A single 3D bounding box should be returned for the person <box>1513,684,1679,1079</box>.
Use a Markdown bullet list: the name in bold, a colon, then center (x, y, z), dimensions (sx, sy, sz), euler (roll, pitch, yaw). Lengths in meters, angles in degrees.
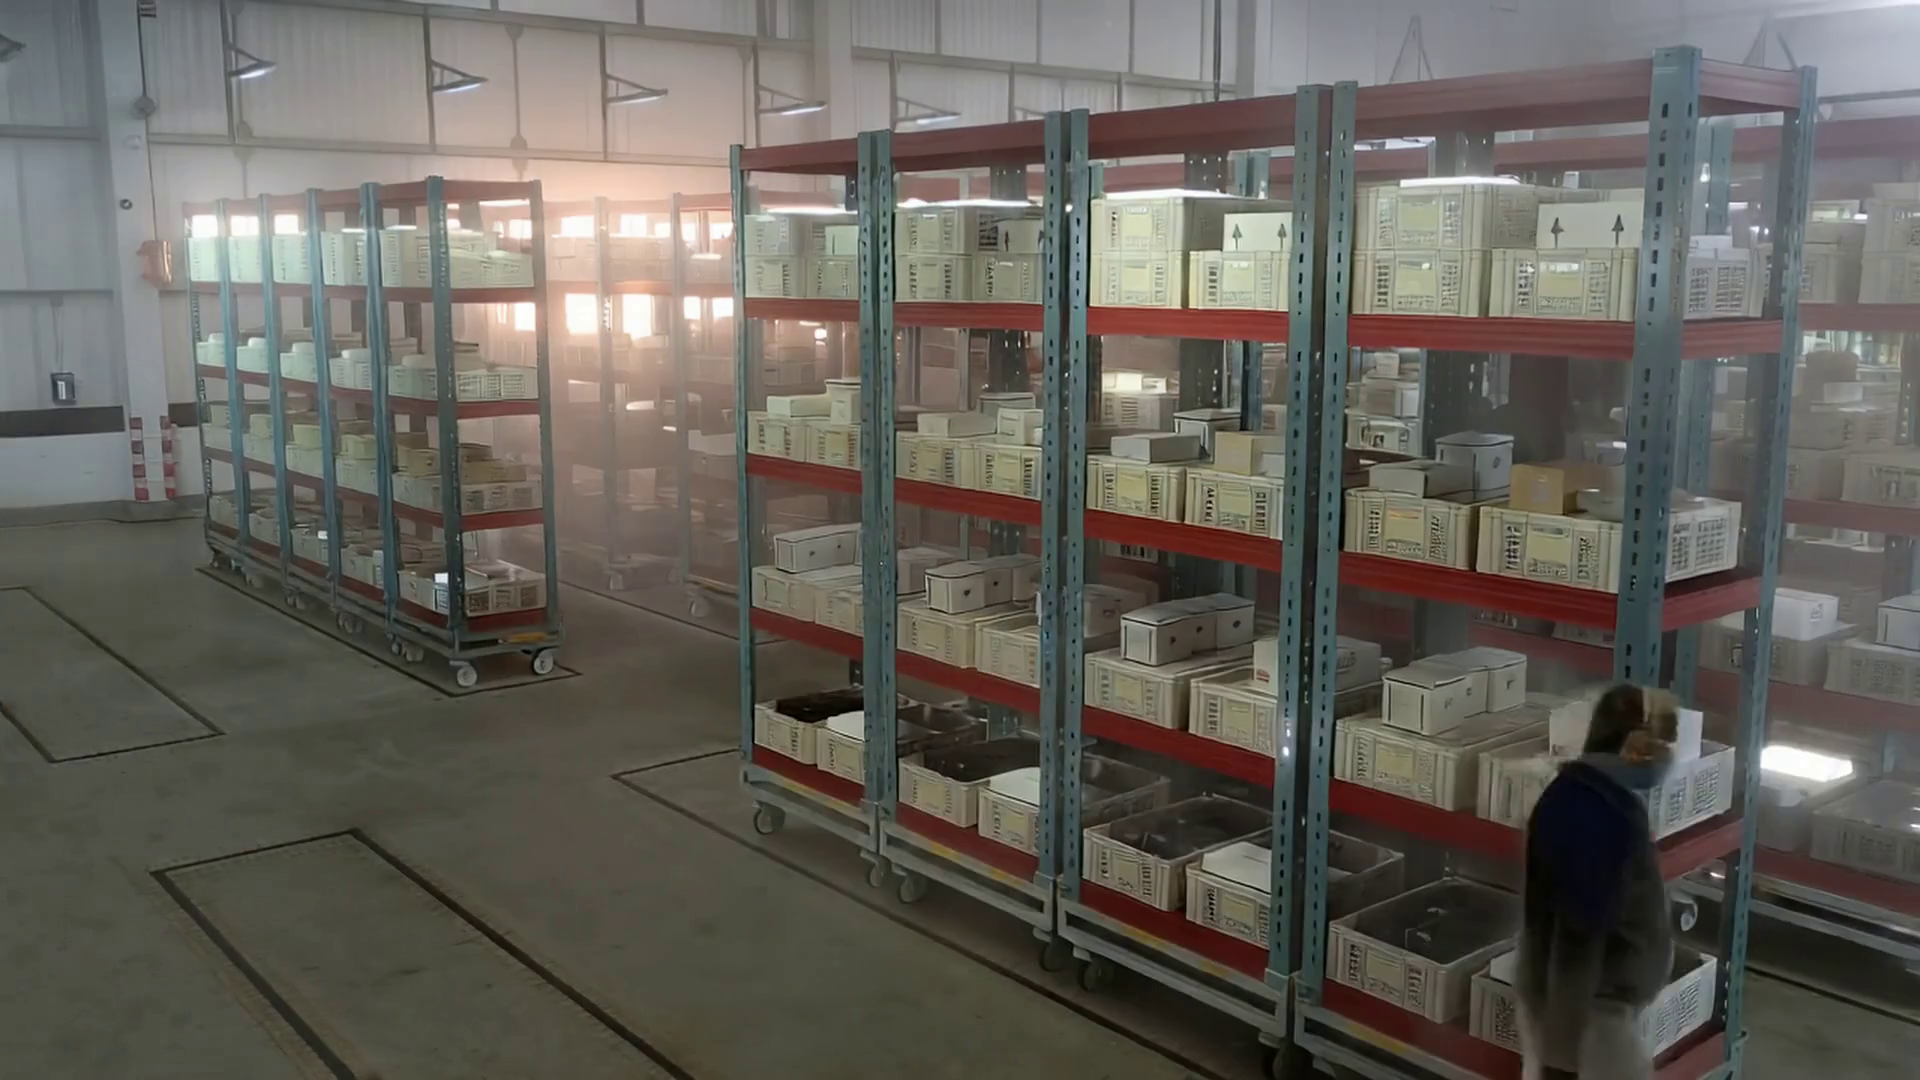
- **person**: center (1.827, 1.335, 4.611), dimensions (0.718, 1.864, 0.705), euler (2, 10, 14)
